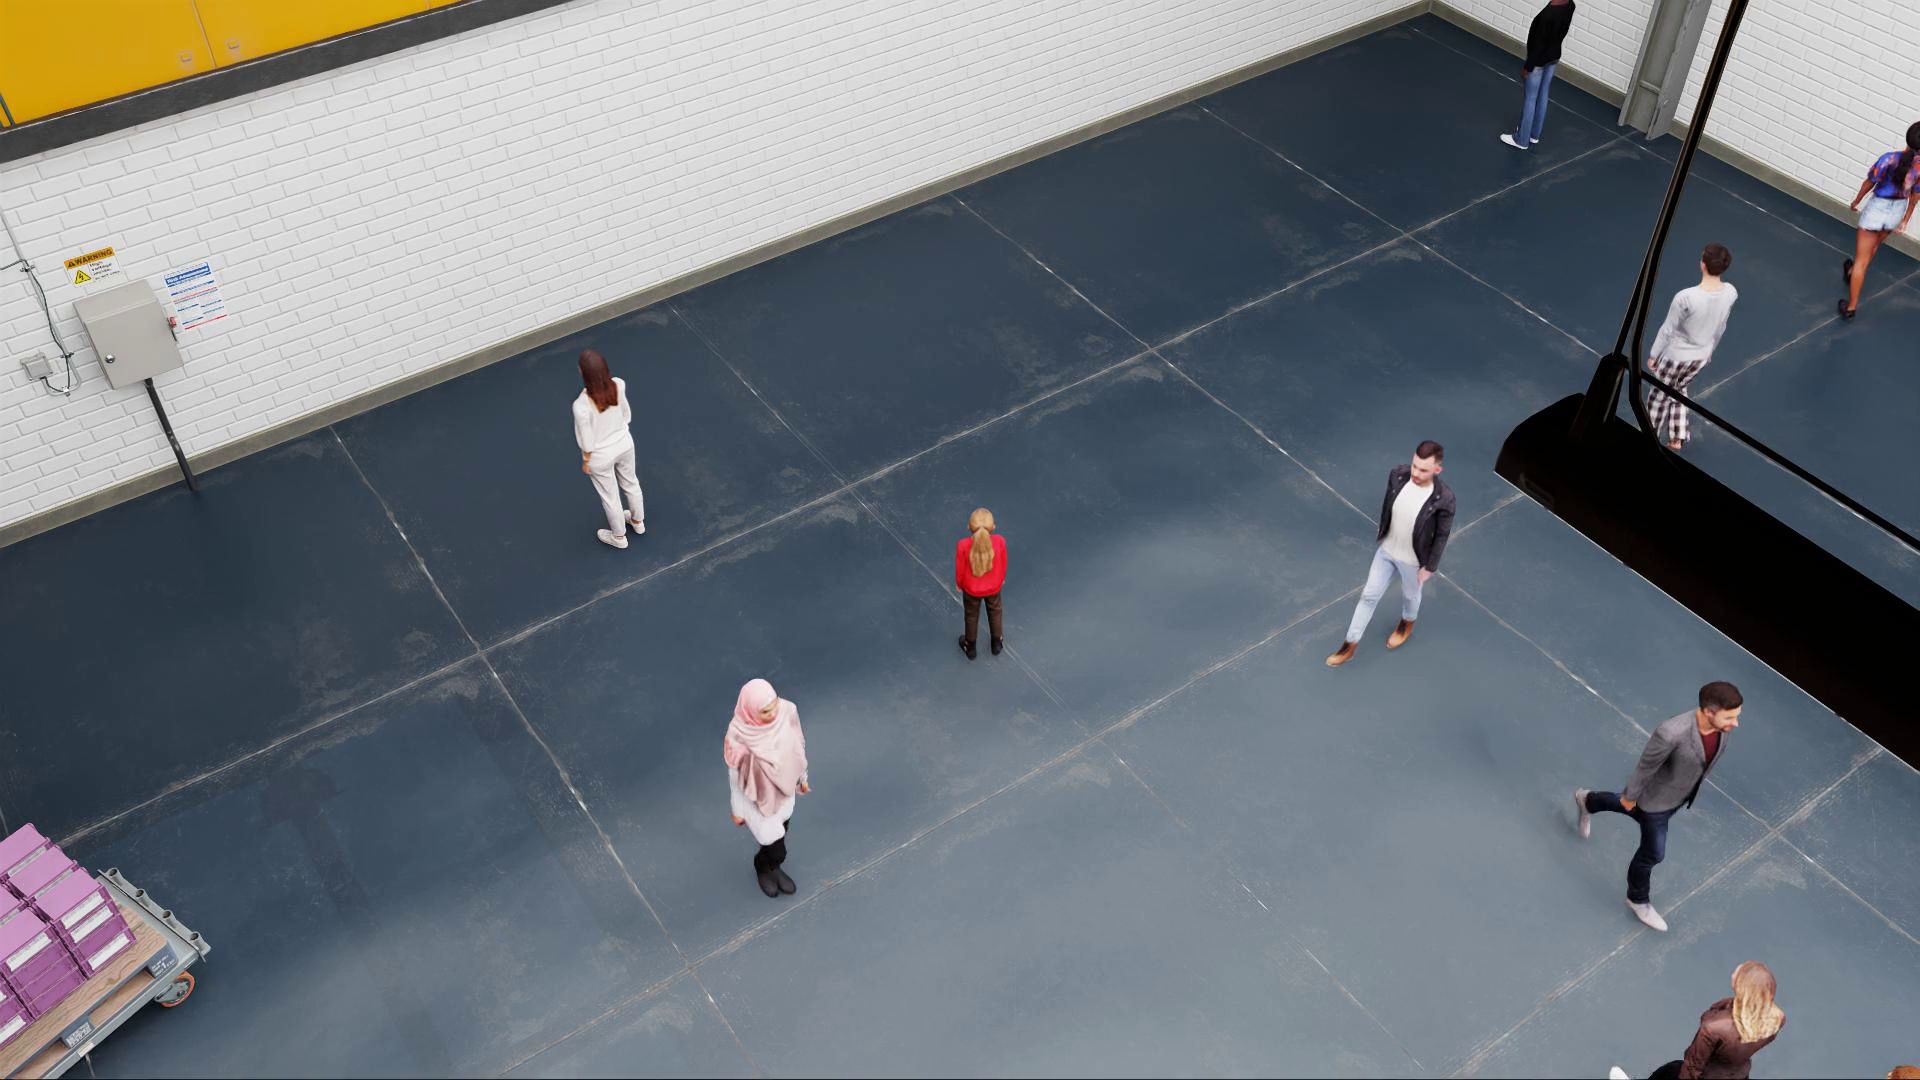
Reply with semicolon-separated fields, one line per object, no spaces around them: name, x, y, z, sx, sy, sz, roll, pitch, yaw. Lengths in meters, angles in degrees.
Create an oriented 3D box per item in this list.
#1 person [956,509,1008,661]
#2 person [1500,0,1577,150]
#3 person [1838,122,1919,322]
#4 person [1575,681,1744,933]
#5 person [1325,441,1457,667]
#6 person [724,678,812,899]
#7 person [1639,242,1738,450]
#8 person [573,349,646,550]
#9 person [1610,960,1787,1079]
person;0.143;0.283;10.952;0.571;1.281;0.605;-7;44;-8
person;5.499;-4.526;15.661;0.594;1.749;0.531;-28;50;-26
person;7.570;-2.582;13.648;1.008;1.710;1.078;6;44;6
person;3.929;1.355;9.423;0.793;1.838;1.197;-20;47;-20
person;2.963;0.027;10.840;1.034;1.806;0.867;34;53;30
person;-1.152;1.382;9.429;0.700;1.792;0.672;-34;53;-31
person;5.371;-1.320;12.231;0.791;1.839;0.857;-6;44;-6
person;-2.456;-0.645;11.631;0.635;1.688;0.658;28;50;27
person;3.719;2.718;8.127;0.939;1.653;1.203;-8;44;-8
